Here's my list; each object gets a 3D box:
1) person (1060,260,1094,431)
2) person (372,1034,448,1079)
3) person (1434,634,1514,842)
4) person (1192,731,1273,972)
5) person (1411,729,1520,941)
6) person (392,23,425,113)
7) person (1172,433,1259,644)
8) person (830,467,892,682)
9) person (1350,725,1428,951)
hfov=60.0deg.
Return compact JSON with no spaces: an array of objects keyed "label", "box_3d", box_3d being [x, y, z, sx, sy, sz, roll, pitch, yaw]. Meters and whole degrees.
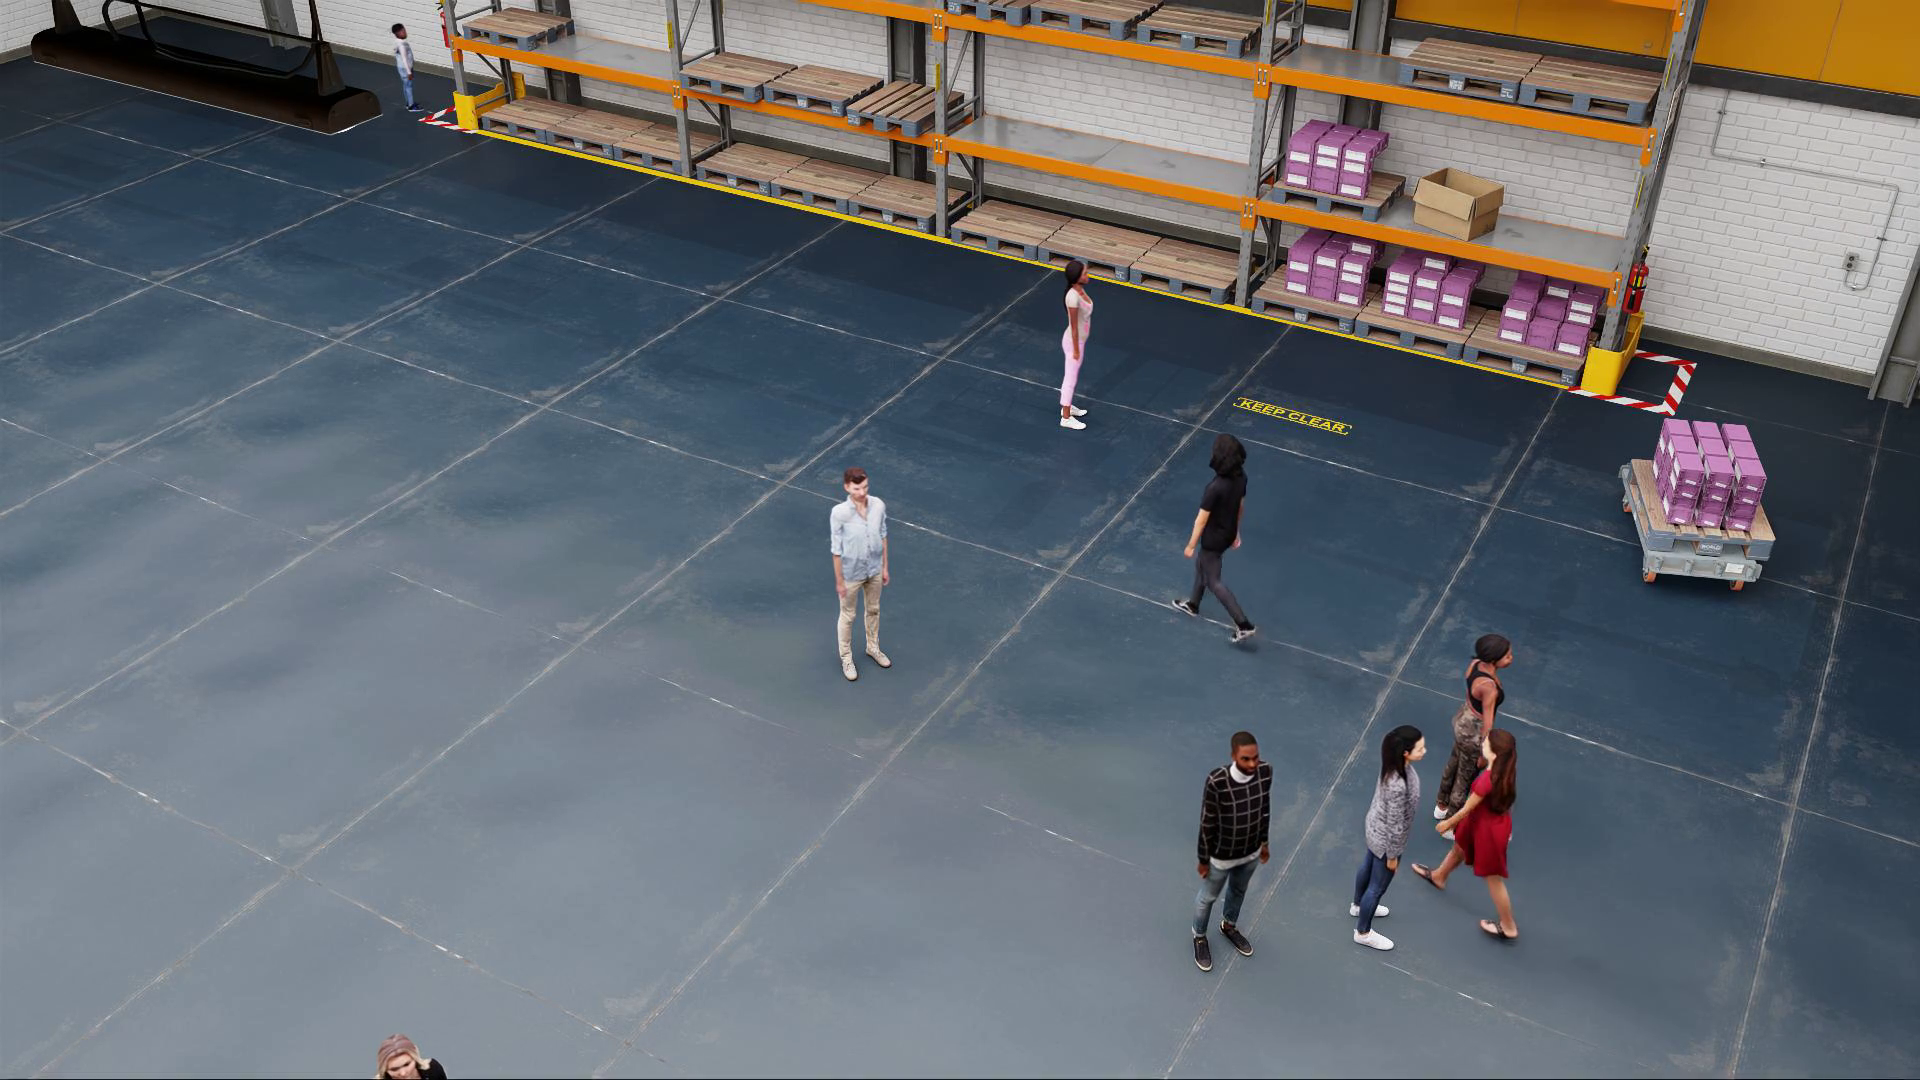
[{"label":"person","box_3d":[1.132,-1.952,16.462,0.634,1.740,0.646,4,34,6]},{"label":"person","box_3d":[-2.828,3.205,8.751,0.678,1.687,0.663,-23,40,-30]},{"label":"person","box_3d":[3.559,1.345,11.538,0.662,1.699,0.657,1,34,1]},{"label":"person","box_3d":[1.720,1.927,10.553,0.745,1.821,0.772,-13,36,-18]},{"label":"person","box_3d":[3.488,1.940,10.816,1.107,1.508,0.675,26,41,33]},{"label":"person","box_3d":[-8.142,-6.948,24.412,0.624,1.259,0.550,-14,36,-21]},{"label":"person","box_3d":[2.143,0.017,13.445,1.152,1.800,0.780,25,41,33]},{"label":"person","box_3d":[-0.786,0.227,13.085,0.731,1.848,0.726,-19,38,-26]},{"label":"person","box_3d":[2.750,1.873,10.715,0.657,1.732,0.690,4,34,6]}]
